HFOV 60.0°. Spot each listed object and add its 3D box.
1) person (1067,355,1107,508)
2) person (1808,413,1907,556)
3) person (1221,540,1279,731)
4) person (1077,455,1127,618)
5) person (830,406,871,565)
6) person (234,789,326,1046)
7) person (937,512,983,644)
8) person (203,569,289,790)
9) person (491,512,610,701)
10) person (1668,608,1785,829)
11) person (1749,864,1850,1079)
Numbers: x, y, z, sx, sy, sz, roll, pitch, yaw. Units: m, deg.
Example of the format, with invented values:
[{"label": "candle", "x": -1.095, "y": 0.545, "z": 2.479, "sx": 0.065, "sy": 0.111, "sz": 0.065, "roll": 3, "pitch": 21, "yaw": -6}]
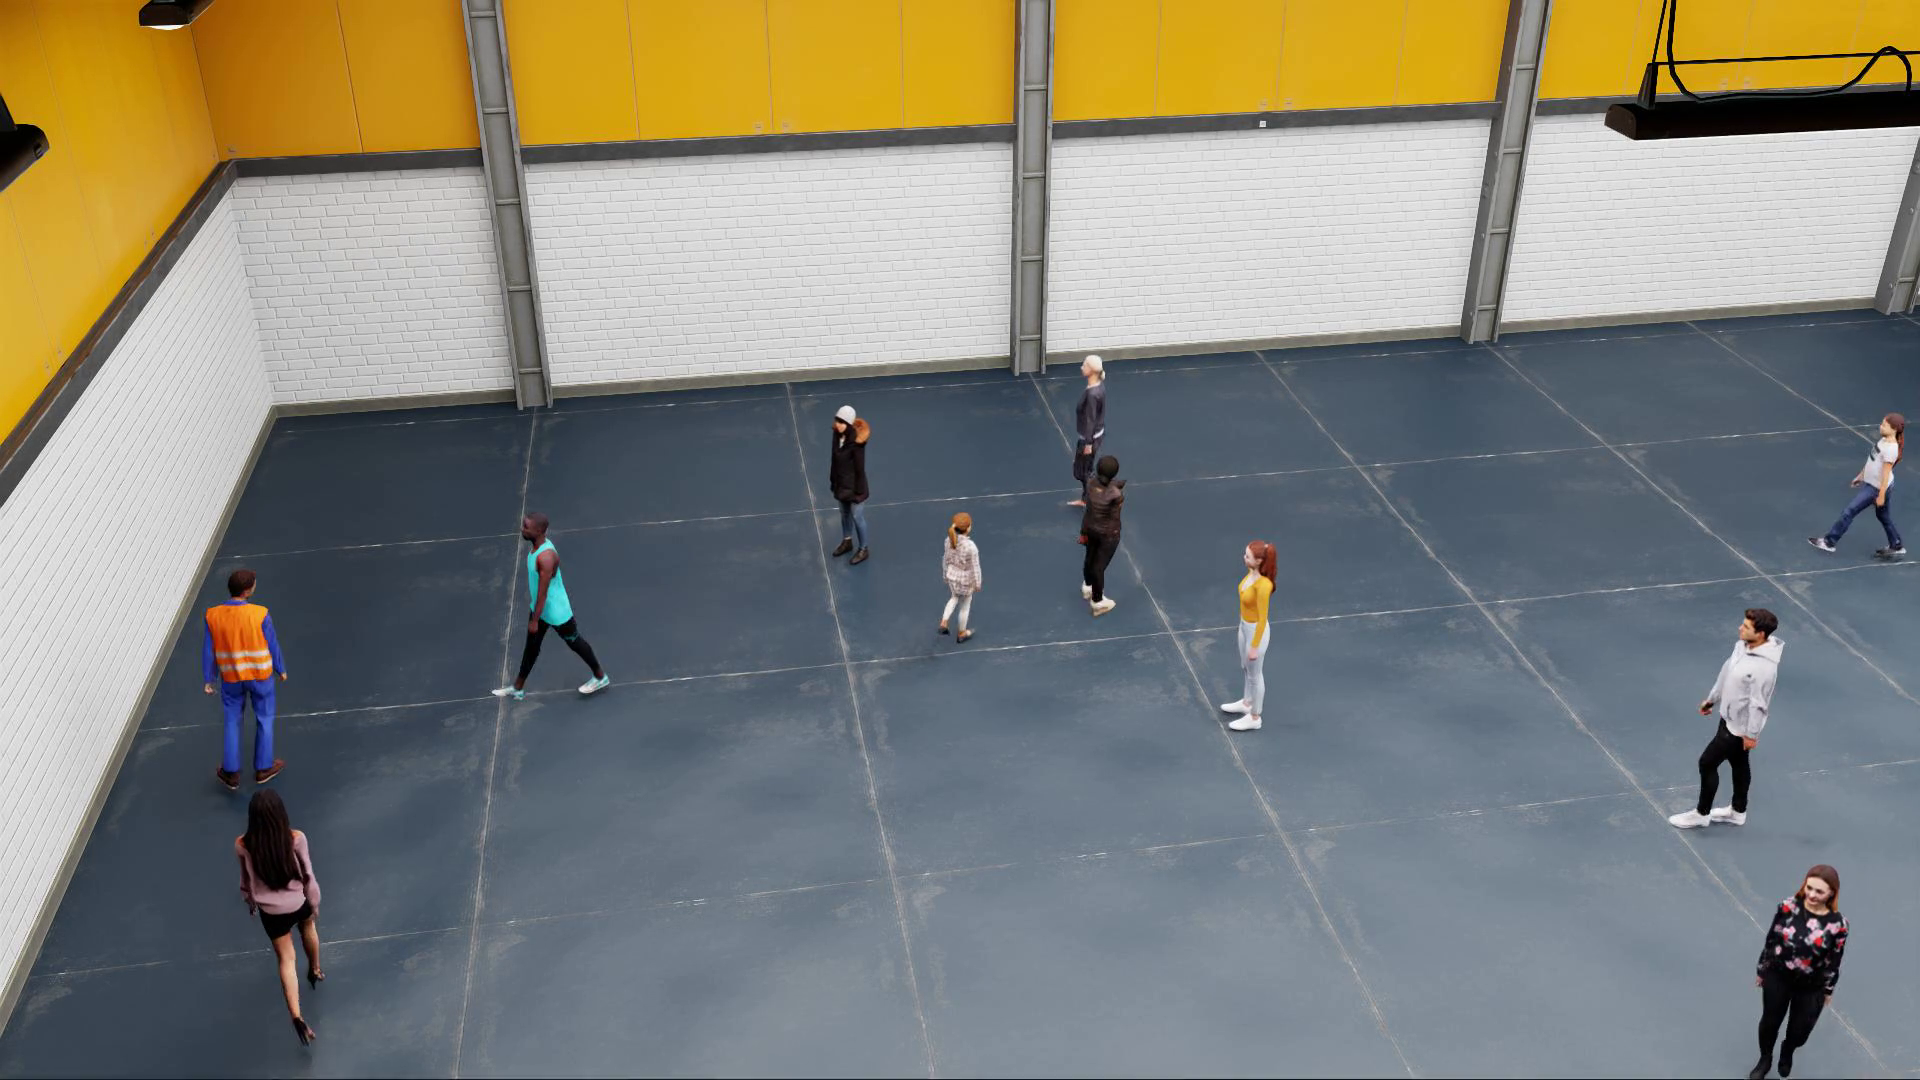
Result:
[{"label": "person", "x": 1.407, "y": -1.070, "z": 17.023, "sx": 0.880, "sy": 1.717, "sz": 0.780, "roll": 6, "pitch": 29, "yaw": 10}, {"label": "person", "x": 9.012, "y": -0.507, "z": 16.193, "sx": 1.141, "sy": 1.524, "sz": 0.953, "roll": 12, "pitch": 31, "yaw": 20}, {"label": "person", "x": 2.409, "y": 0.764, "z": 13.628, "sx": 0.547, "sy": 1.748, "sz": 0.609, "roll": -2, "pitch": 29, "yaw": -4}, {"label": "person", "x": 1.392, "y": -0.093, "z": 15.313, "sx": 0.887, "sy": 1.641, "sz": 0.952, "roll": -8, "pitch": 30, "yaw": -14}, {"label": "person", "x": -1.066, "y": -0.555, "z": 16.170, "sx": 0.731, "sy": 1.631, "sz": 0.768, "roll": 25, "pitch": 37, "yaw": 38}, {"label": "person", "x": -4.294, "y": 2.412, "z": 10.577, "sx": 1.049, "sy": 1.777, "sz": 0.763, "roll": -8, "pitch": 30, "yaw": -15}, {"label": "person", "x": -0.032, "y": 0.370, "z": 14.819, "sx": 0.688, "sy": 1.301, "sz": 0.753, "roll": 23, "pitch": 36, "yaw": 35}, {"label": "person", "x": -5.582, "y": 1.111, "z": 12.928, "sx": 0.596, "sy": 1.809, "sz": 0.892, "roll": -11, "pitch": 30, "yaw": -19}, {"label": "person", "x": -3.317, "y": 0.587, "z": 13.944, "sx": 1.271, "sy": 1.757, "sz": 0.867, "roll": -14, "pitch": 32, "yaw": -24}, {"label": "person", "x": 5.913, "y": 1.351, "z": 12.389, "sx": 0.946, "sy": 1.905, "sz": 0.842, "roll": 6, "pitch": 29, "yaw": 11}, {"label": "person", "x": 5.173, "y": 2.655, "z": 10.244, "sx": 0.724, "sy": 1.670, "sz": 0.779, "roll": 21, "pitch": 35, "yaw": 33}]
